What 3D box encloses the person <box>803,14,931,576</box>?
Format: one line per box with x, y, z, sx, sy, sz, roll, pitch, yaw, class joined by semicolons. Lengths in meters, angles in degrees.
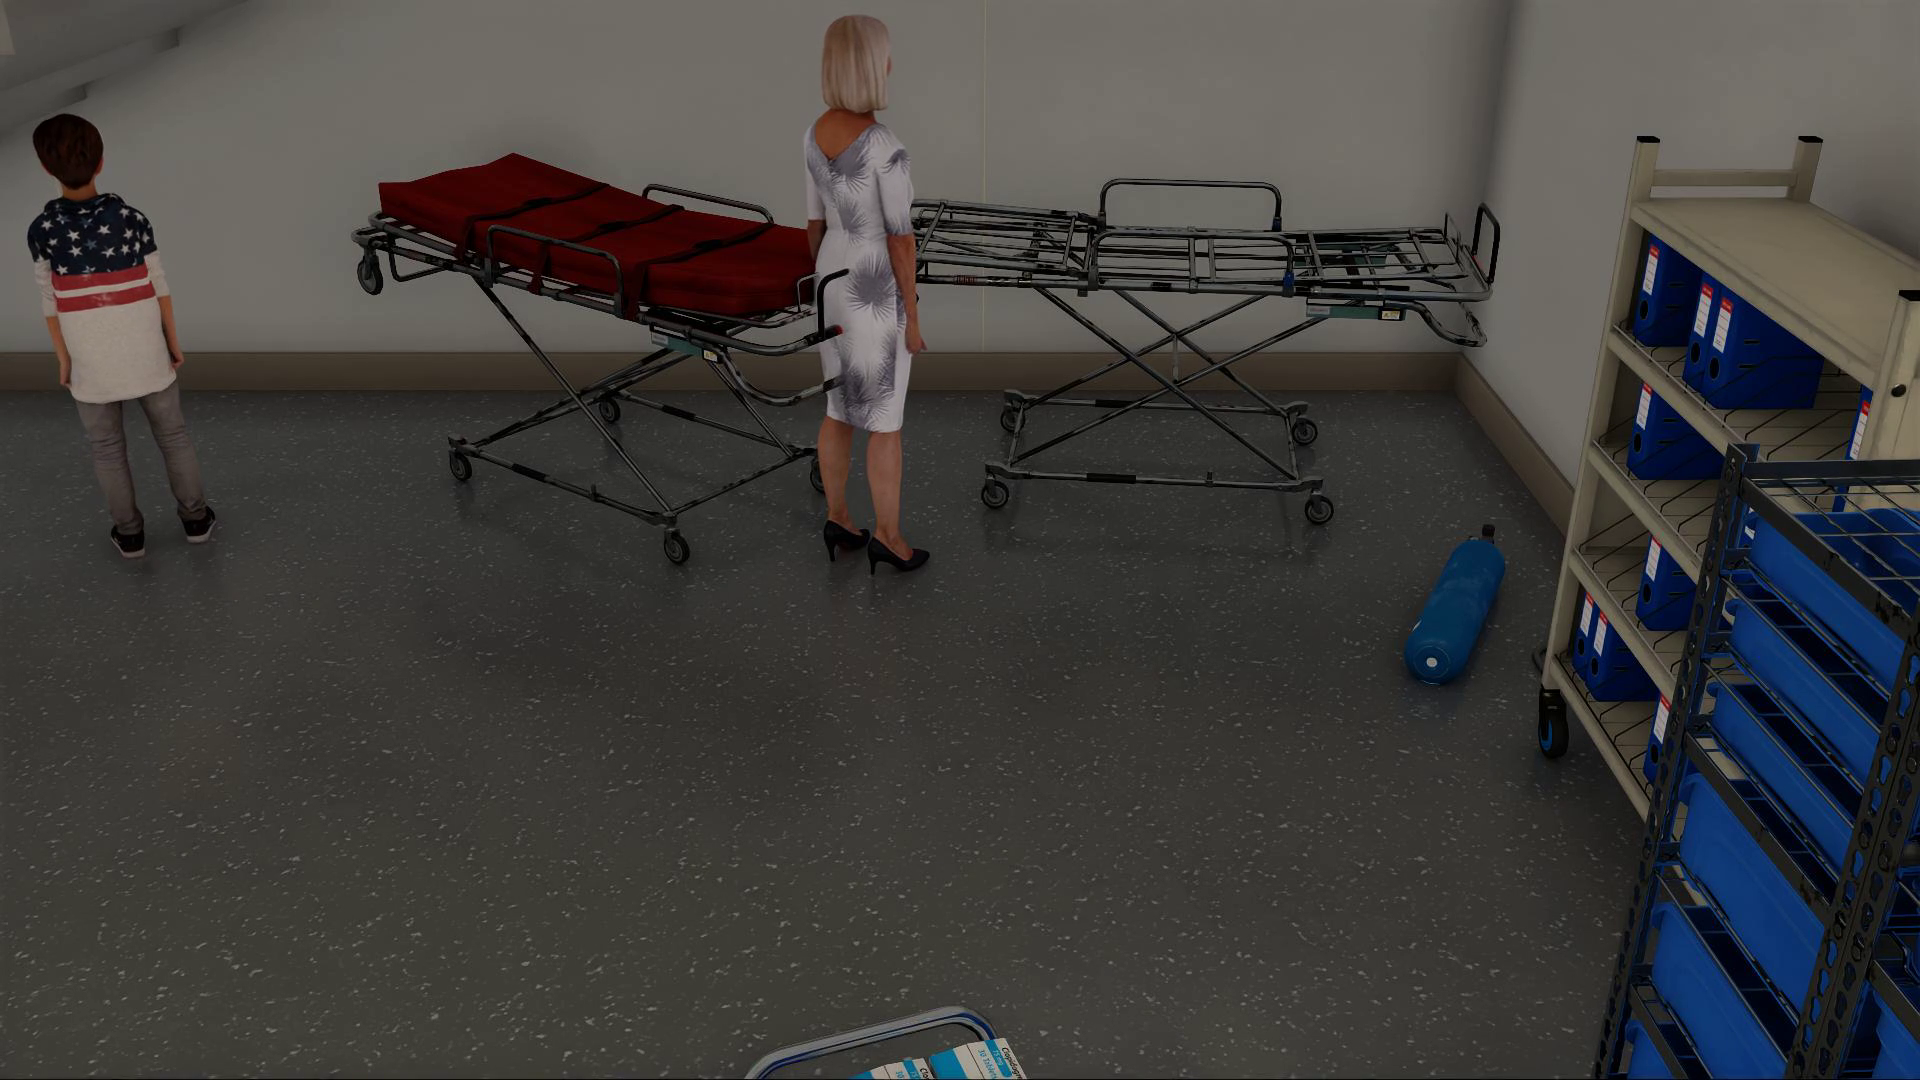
-0.302;-0.729;5.167;0.623;1.751;0.700;20;32;35;person

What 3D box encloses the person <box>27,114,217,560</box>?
-2.724;-0.646;5.356;0.545;1.439;0.647;-15;29;-28;person
